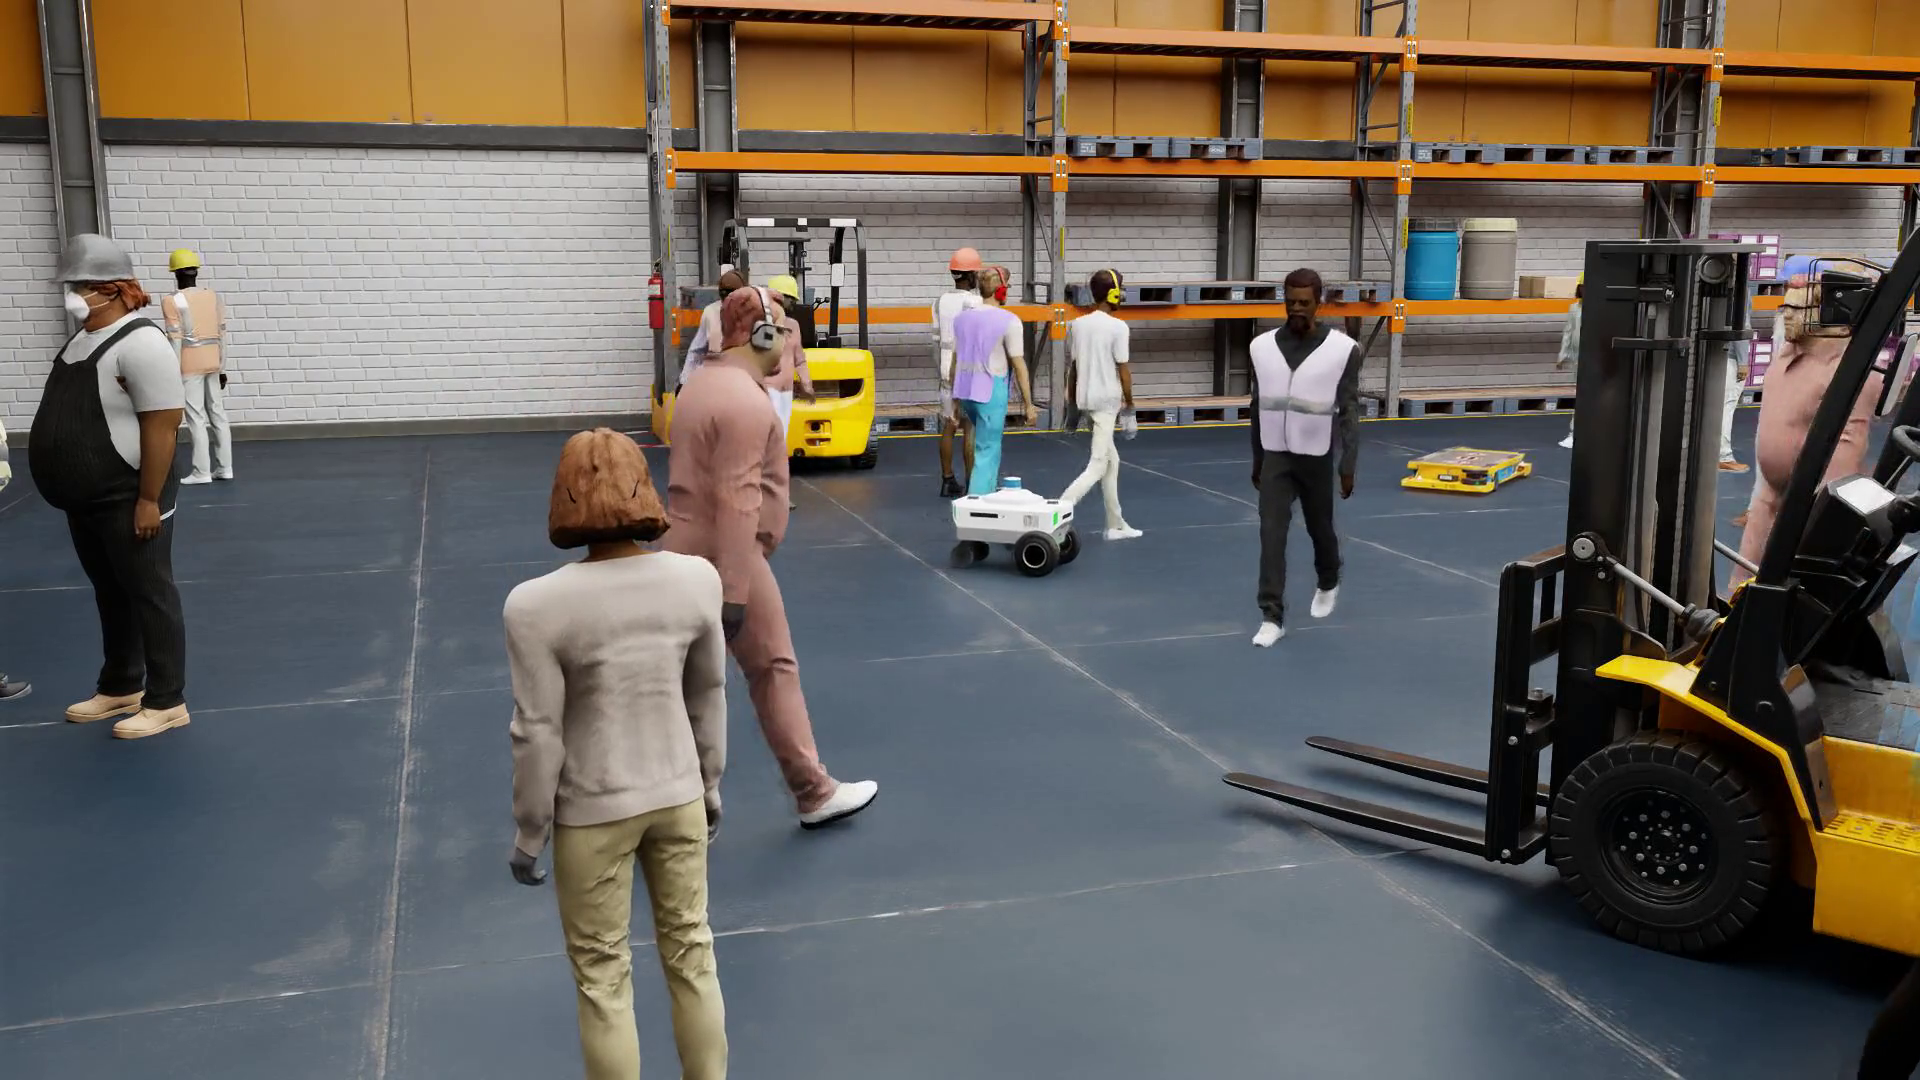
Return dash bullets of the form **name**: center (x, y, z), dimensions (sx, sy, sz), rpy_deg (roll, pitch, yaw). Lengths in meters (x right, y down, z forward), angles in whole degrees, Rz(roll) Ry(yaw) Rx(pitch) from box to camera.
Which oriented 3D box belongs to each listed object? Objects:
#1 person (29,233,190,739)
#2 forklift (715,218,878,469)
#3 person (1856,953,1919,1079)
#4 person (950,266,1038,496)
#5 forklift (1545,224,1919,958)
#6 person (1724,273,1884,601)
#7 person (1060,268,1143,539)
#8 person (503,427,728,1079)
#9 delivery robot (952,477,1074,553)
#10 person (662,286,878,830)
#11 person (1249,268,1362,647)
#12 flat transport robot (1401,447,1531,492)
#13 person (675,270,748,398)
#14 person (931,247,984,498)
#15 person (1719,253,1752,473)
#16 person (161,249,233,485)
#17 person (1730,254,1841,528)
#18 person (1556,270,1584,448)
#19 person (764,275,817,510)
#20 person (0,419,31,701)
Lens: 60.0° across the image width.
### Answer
- **person**: center (-3.470, -0.218, 6.767), dimensions (0.684, 2.000, 0.538), rpy_deg (8, 13, 37)
- **forklift**: center (-1.522, -1.778, 14.899), dimensions (1.214, 2.155, 2.313), rpy_deg (-3, 11, -17)
- **person**: center (2.311, 0.578, 3.451), dimensions (0.859, 1.653, 0.539), rpy_deg (3, 11, 16)
- **person**: center (0.242, -0.923, 11.250), dimensions (0.720, 1.819, 0.566), rpy_deg (-9, 13, -39)
- **forklift**: center (2.909, 0.117, 4.508), dimensions (2.313, 2.155, 1.214), rpy_deg (9, 14, 40)
- **person**: center (3.522, -0.190, 7.089), dimensions (0.957, 1.859, 0.672), rpy_deg (-1, 10, -8)
- **person**: center (0.874, -0.853, 10.858), dimensions (0.914, 1.834, 0.522), rpy_deg (-8, 13, -36)
- **person**: center (-0.716, 0.578, 3.522), dimensions (0.501, 1.631, 0.287), rpy_deg (-8, 13, -39)
- **delivery robot**: center (0.320, -0.140, 10.159), dimensions (0.707, 0.478, 0.477), rpy_deg (4, 11, 22)
- **person**: center (-0.737, 0.098, 5.551), dimensions (0.971, 1.857, 0.651), rpy_deg (-6, 12, -29)
- **person**: center (1.767, -0.449, 8.505), dimensions (0.599, 1.879, 0.974), rpy_deg (6, 12, 28)
- **flat transport robot**: center (4.172, -0.587, 13.645), dimensions (0.652, 0.197, 1.431), rpy_deg (7, 12, 32)
- **person**: center (-1.742, -1.159, 12.689), dimensions (0.761, 1.777, 0.935), rpy_deg (7, 12, 32)
- **person**: center (0.035, -1.275, 12.843), dimensions (0.542, 1.939, 0.368), rpy_deg (10, 14, 44)
- **person**: center (6.616, -1.554, 14.372), dimensions (0.373, 1.940, 0.628), rpy_deg (-1, 10, -6)
- **person**: center (-6.264, -1.411, 13.623), dimensions (0.381, 1.923, 0.591), rpy_deg (4, 11, 23)
- **person**: center (5.884, -1.020, 11.530), dimensions (0.888, 1.912, 0.597), rpy_deg (-3, 11, -15)
- **person**: center (5.948, -1.737, 15.973), dimensions (0.783, 1.708, 0.499), rpy_deg (-5, 12, -27)
- **person**: center (-1.324, -1.099, 12.416), dimensions (0.572, 1.738, 0.549), rpy_deg (7, 12, 34)
- **person**: center (-4.343, -0.192, 7.223), dimensions (0.589, 1.826, 0.403), rpy_deg (10, 14, 44)
